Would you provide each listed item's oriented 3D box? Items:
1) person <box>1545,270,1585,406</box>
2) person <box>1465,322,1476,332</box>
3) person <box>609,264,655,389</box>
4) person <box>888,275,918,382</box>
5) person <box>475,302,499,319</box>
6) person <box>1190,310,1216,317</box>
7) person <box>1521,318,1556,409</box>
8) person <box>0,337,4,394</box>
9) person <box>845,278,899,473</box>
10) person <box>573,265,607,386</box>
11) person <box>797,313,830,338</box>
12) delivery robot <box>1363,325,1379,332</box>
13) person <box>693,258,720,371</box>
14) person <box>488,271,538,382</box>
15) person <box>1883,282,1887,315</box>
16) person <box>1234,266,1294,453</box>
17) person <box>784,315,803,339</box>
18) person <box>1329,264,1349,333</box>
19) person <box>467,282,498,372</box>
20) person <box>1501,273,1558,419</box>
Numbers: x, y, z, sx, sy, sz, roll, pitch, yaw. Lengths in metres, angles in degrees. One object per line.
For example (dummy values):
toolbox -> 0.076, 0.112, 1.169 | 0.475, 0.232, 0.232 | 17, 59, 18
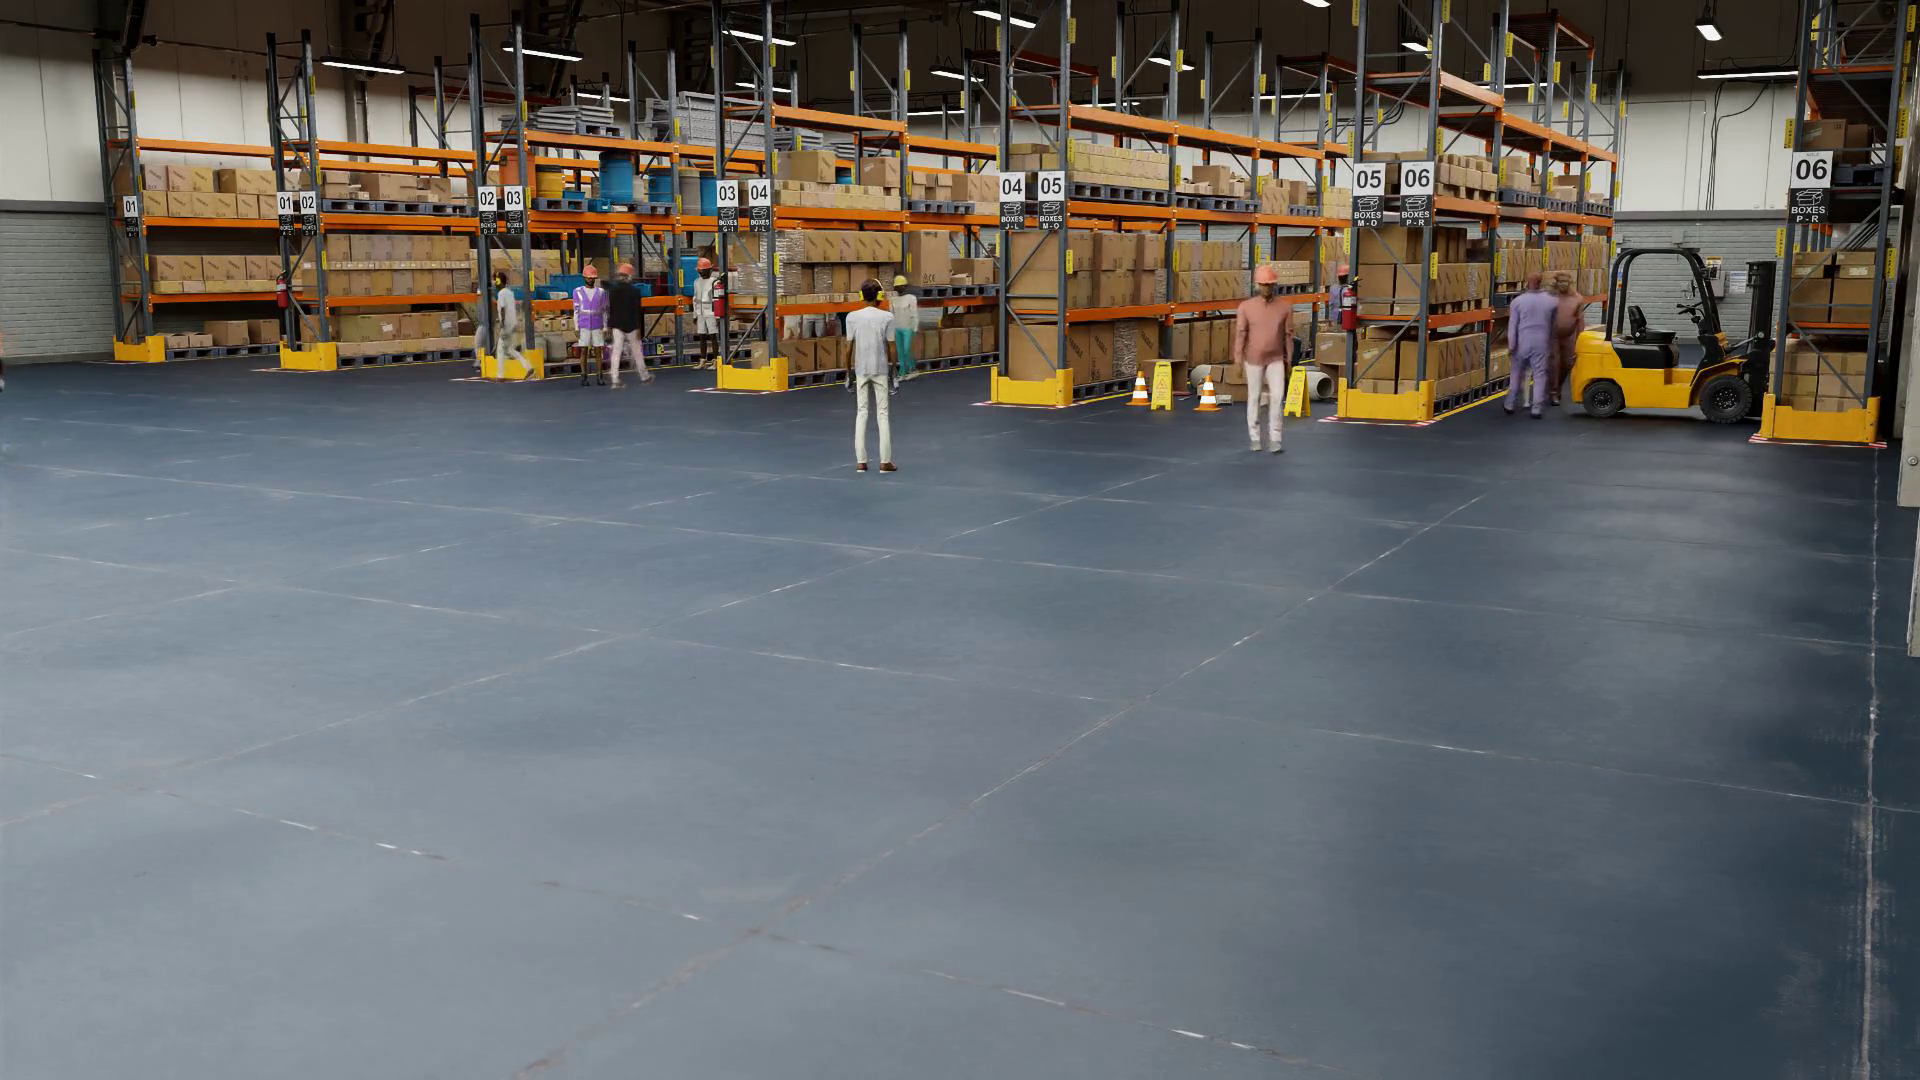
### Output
person -> 8.354, -2.814, 23.170 | 0.667, 1.880, 0.573 | 1, 10, 3
person -> 11.432, -5.203, 37.031 | 0.561, 1.920, 0.401 | -3, 10, -16
person -> -5.233, -3.373, 26.266 | 0.646, 1.936, 1.009 | 4, 10, 22
person -> -0.972, -3.476, 27.413 | 0.560, 1.749, 0.426 | 5, 11, 28
person -> -10.265, -4.890, 36.158 | 0.507, 1.617, 0.576 | 6, 11, 31
person -> 4.851, -4.395, 33.180 | 0.513, 1.630, 0.318 | 2, 10, 13
person -> 7.863, -2.595, 22.728 | 0.533, 1.588, 0.853 | 5, 11, 26
person -> -10.073, -1.640, 16.970 | 0.543, 1.650, 0.855 | -2, 10, -10
person -> -0.844, -1.573, 15.964 | 0.533, 1.864, 0.311 | 2, 10, 10
person -> -5.905, -3.421, 26.617 | 0.540, 1.930, 0.383 | -3, 10, -17
person -> -2.593, -3.919, 29.525 | 0.624, 1.931, 0.371 | 0, 10, -2
delivery robot -> 9.378, -4.630, 37.417 | 0.707, 0.478, 0.477 | -2, 10, -11
person -> -4.593, -4.069, 30.081 | 0.605, 2.034, 0.392 | 5, 11, 29
person -> -7.377, -3.490, 27.313 | 0.761, 1.835, 0.591 | 1, 10, 5
person -> 20.048, -5.120, 36.618 | 0.388, 1.912, 0.592 | -7, 12, -36
person -> 3.211, -1.878, 17.467 | 0.650, 1.956, 0.900 | 0, 10, 1
person -> -3.050, -3.886, 30.310 | 0.509, 1.587, 0.837 | 4, 10, 21
person -> 7.116, -4.147, 30.863 | 0.547, 1.925, 0.584 | 7, 12, 34
person -> -8.517, -3.786, 29.658 | 0.515, 1.611, 0.661 | 8, 12, 38
person -> 7.338, -2.506, 21.464 | 0.635, 1.848, 0.976 | 0, 10, 2
